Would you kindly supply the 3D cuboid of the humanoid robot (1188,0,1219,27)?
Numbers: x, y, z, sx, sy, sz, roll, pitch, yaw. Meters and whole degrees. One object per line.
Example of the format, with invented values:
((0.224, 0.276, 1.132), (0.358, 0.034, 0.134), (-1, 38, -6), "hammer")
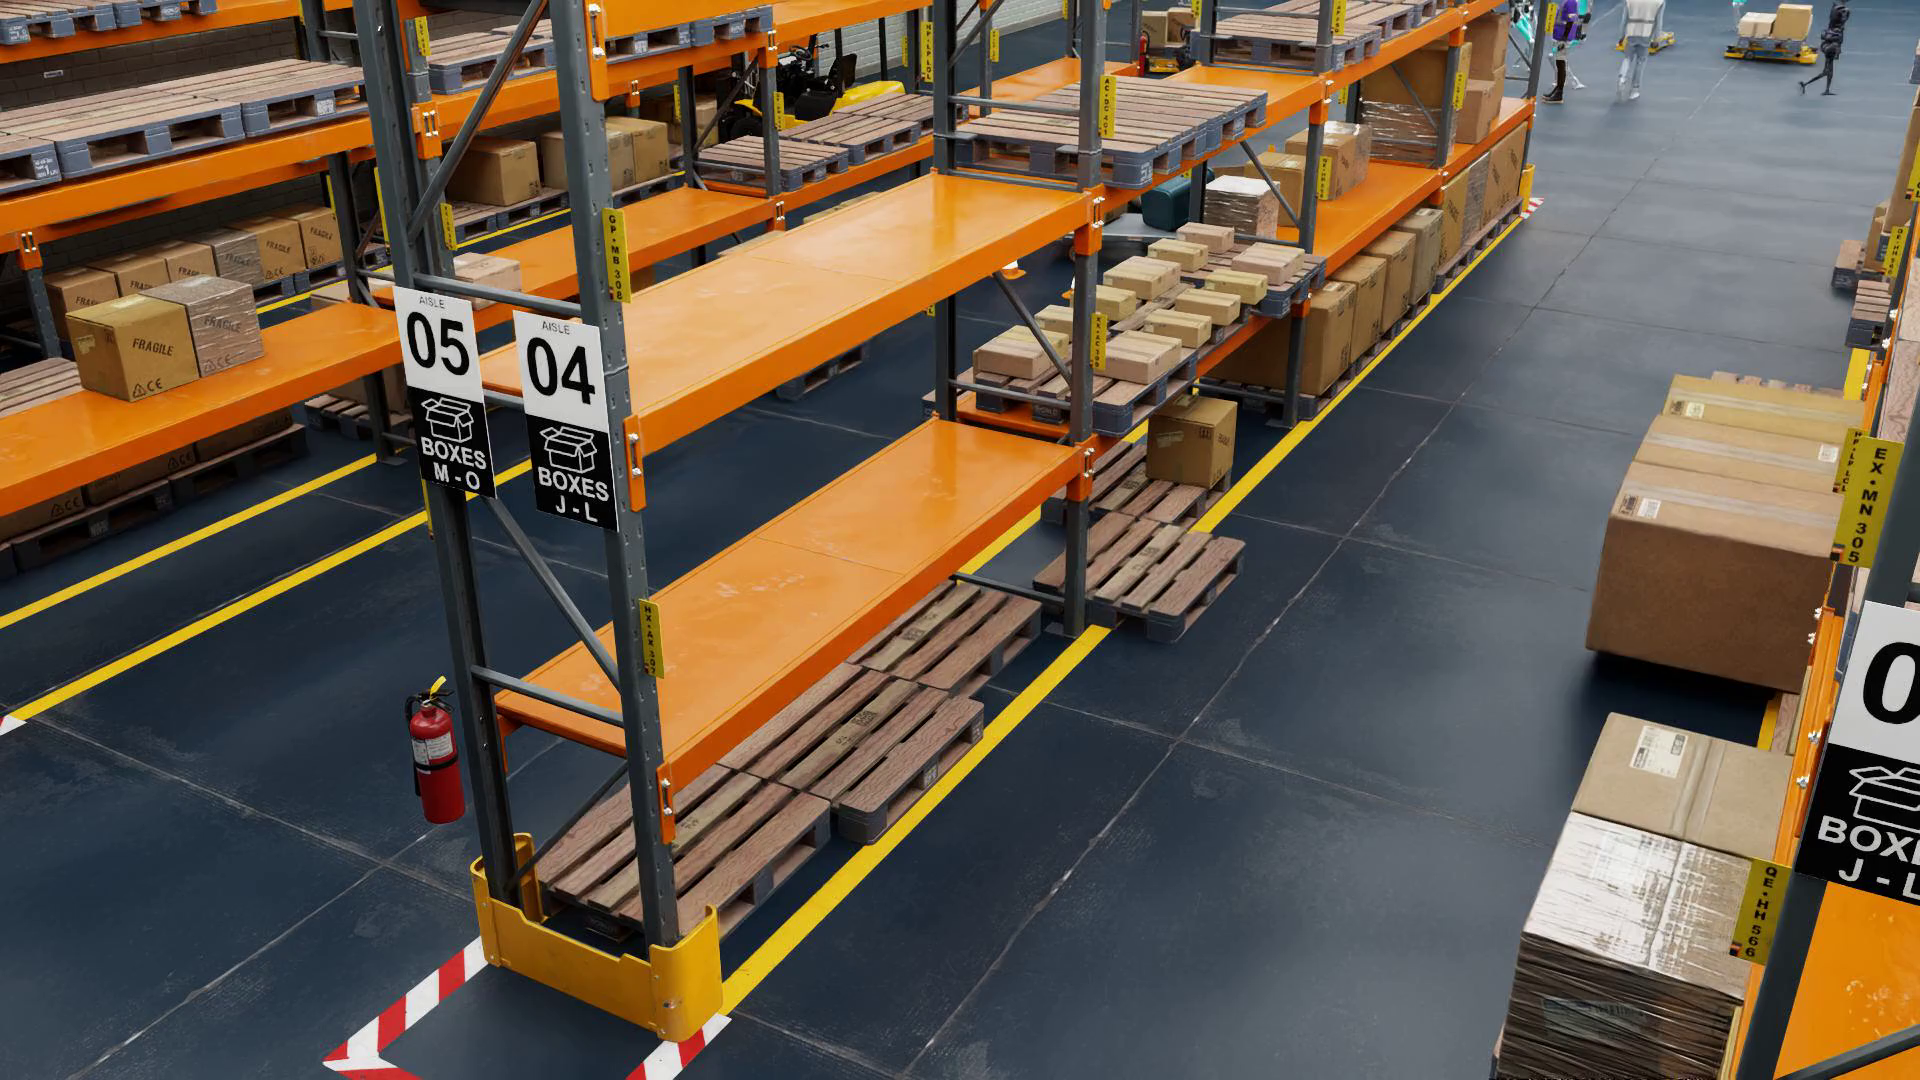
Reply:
((4.473, -9.919, 30.312), (0.686, 1.838, 0.543), (-22, 33, -38), "humanoid robot")

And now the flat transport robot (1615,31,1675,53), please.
((12.407, -9.020, 30.084), (0.659, 0.231, 1.431), (18, 31, 32), "flat transport robot")

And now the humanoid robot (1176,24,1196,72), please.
((3.049, -6.079, 22.369), (0.493, 1.632, 0.607), (4, 26, 7), "humanoid robot")

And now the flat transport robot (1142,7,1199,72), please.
((3.526, -8.165, 28.307), (0.659, 0.231, 1.431), (2, 26, 3), "flat transport robot")

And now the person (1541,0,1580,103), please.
((9.181, -7.667, 25.318), (0.361, 1.963, 0.612), (8, 27, 16), "person")

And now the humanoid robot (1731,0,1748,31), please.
((14.904, -10.475, 31.498), (0.777, 1.852, 0.540), (1, 26, 3), "humanoid robot")

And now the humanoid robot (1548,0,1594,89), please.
((9.624, -8.000, 26.281), (0.928, 1.760, 0.580), (-2, 26, -5), "humanoid robot")

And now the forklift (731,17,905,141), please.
((-1.819, -5.975, 21.543), (2.313, 2.155, 1.214), (14, 29, 26), "forklift")

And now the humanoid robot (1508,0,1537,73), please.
((9.556, -8.702, 27.781), (0.545, 1.781, 0.920), (-14, 29, -27), "humanoid robot")

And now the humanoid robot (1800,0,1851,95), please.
((13.491, -7.745, 25.839), (0.629, 1.637, 0.614), (3, 26, 7), "humanoid robot")

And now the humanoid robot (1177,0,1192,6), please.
((4.575, -11.769, 33.945), (0.735, 1.681, 0.533), (-18, 31, -33), "humanoid robot")

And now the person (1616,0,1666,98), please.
((10.432, -7.736, 25.536), (0.601, 1.904, 0.528), (15, 30, 29), "person")

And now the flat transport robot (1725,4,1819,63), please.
((14.208, -8.547, 29.101), (1.431, 0.231, 0.659), (13, 29, 26), "flat transport robot")

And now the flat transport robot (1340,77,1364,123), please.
((6.152, -5.866, 23.532), (1.431, 0.231, 0.659), (0, 26, 0), "flat transport robot")
